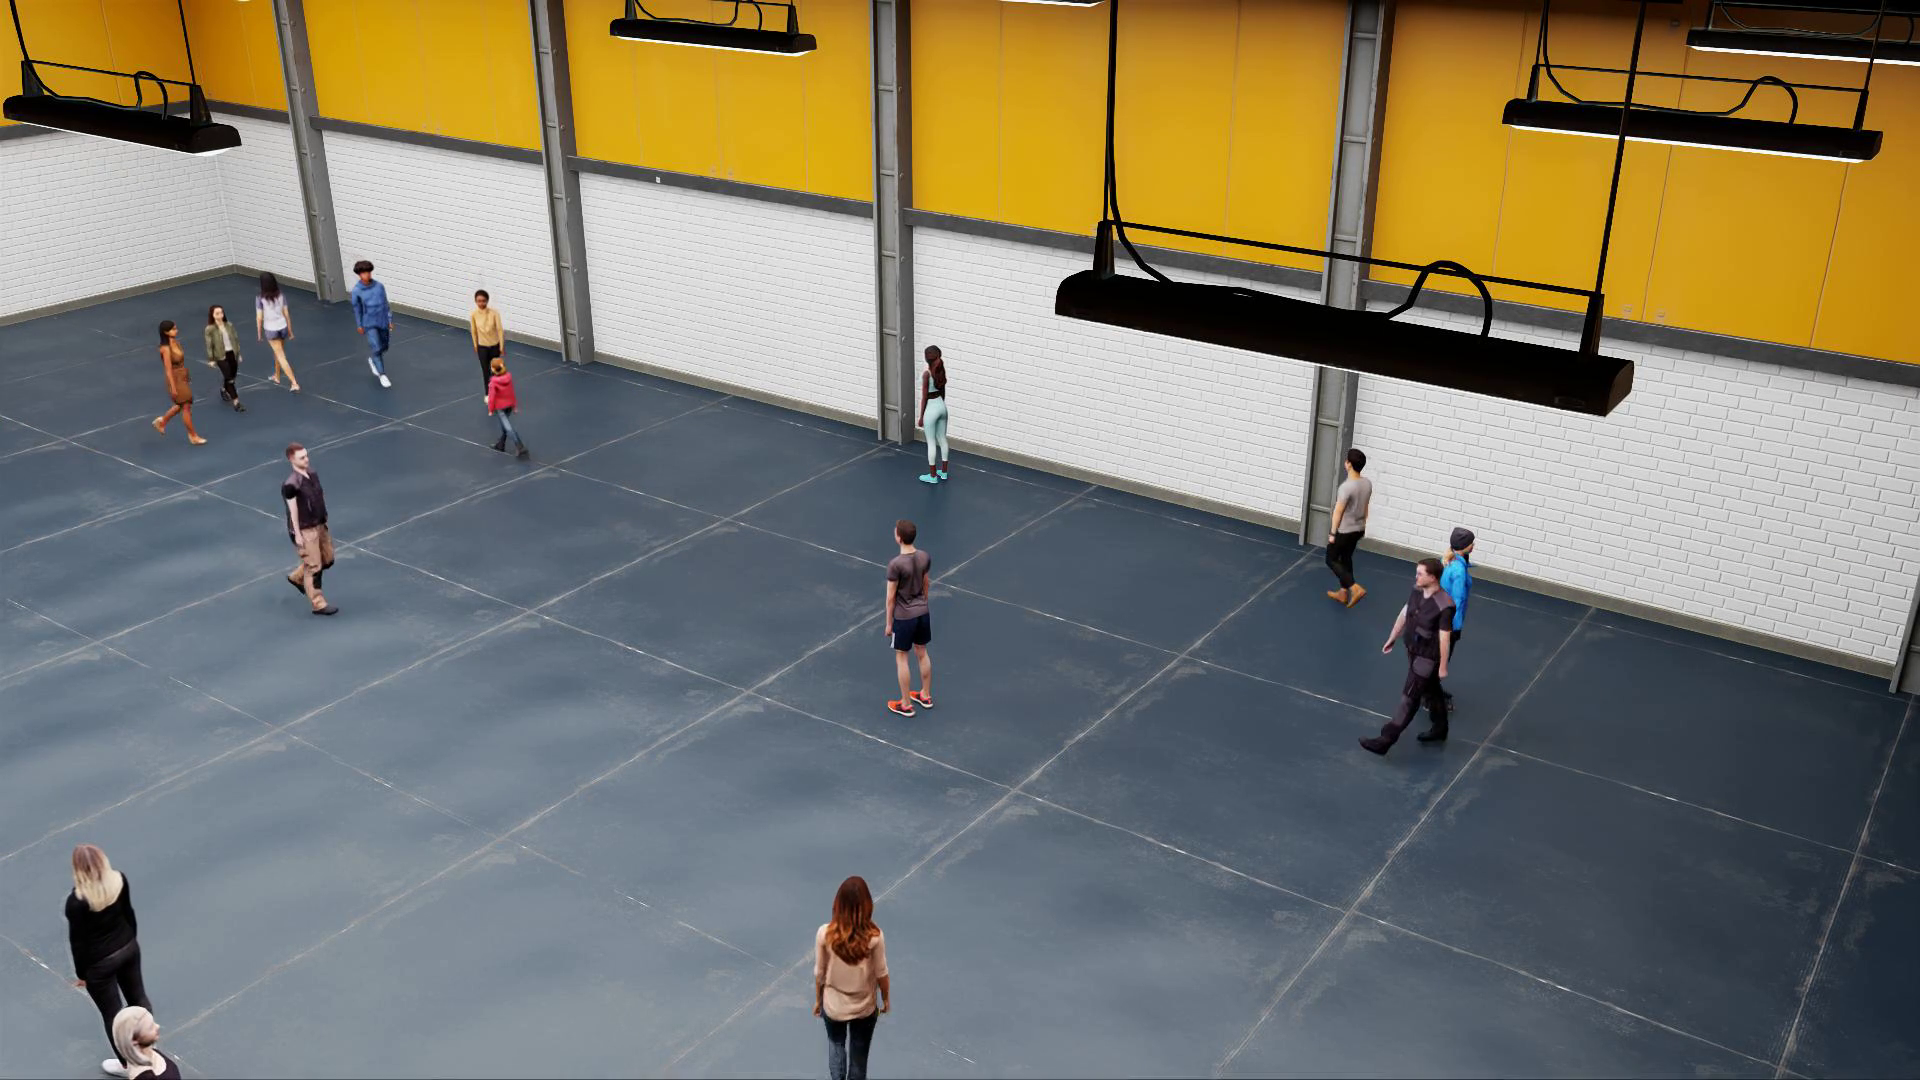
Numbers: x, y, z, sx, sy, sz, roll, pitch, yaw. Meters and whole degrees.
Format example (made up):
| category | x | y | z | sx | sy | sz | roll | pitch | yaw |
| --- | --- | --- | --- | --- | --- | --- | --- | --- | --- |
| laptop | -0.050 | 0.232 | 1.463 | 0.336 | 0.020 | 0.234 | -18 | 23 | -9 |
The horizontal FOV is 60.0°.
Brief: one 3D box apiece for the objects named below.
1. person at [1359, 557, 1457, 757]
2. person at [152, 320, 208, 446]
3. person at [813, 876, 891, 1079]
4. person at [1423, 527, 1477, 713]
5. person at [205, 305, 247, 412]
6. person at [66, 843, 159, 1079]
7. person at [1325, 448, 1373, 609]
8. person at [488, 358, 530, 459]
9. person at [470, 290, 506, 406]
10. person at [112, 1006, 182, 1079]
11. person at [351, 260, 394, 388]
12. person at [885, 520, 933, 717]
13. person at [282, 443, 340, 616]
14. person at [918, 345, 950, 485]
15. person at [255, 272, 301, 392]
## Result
| category | x | y | z | sx | sy | sz | roll | pitch | yaw |
| --- | --- | --- | --- | --- | --- | --- | --- | --- | --- |
| person | 4.101 | 1.003 | 14.367 | 1.229 | 1.797 | 1.172 | -5 | 24 | -11 |
| person | -10.143 | -2.011 | 21.414 | 0.962 | 1.675 | 0.878 | -2 | 24 | -5 |
| person | -0.679 | 2.876 | 10.098 | 0.709 | 1.784 | 0.800 | 2 | 24 | 4 |
| person | 4.409 | 0.707 | 15.042 | 0.701 | 1.798 | 0.689 | 1 | 24 | 3 |
| person | -10.114 | -2.510 | 22.833 | 0.967 | 1.452 | 0.628 | 18 | 29 | 35 |
| person | -5.435 | 2.685 | 10.661 | 0.591 | 1.683 | 0.644 | 10 | 26 | 22 |
| person | 4.014 | -0.081 | 16.959 | 0.757 | 1.706 | 0.901 | -16 | 28 | -33 |
| person | -5.731 | -1.653 | 21.079 | 0.928 | 1.286 | 0.528 | 15 | 28 | 30 |
| person | -6.482 | -2.656 | 22.961 | 1.033 | 1.617 | 1.152 | -6 | 24 | -13 |
| person | -4.337 | 3.301 | 9.069 | 0.693 | 1.829 | 0.543 | -16 | 28 | -33 |
| person | -8.423 | -3.135 | 23.849 | 0.844 | 1.785 | 1.163 | -20 | 31 | -38 |
| person | -0.446 | 0.695 | 15.006 | 0.681 | 1.848 | 0.619 | -20 | 31 | -38 |
| person | -6.713 | -0.126 | 16.912 | 0.993 | 1.826 | 0.875 | 5 | 24 | 11 |
| person | -0.312 | -1.542 | 20.279 | 0.580 | 1.724 | 0.598 | 22 | 32 | 40 |
| person | -9.596 | -2.894 | 23.416 | 1.143 | 1.689 | 0.657 | 19 | 30 | 37 |
